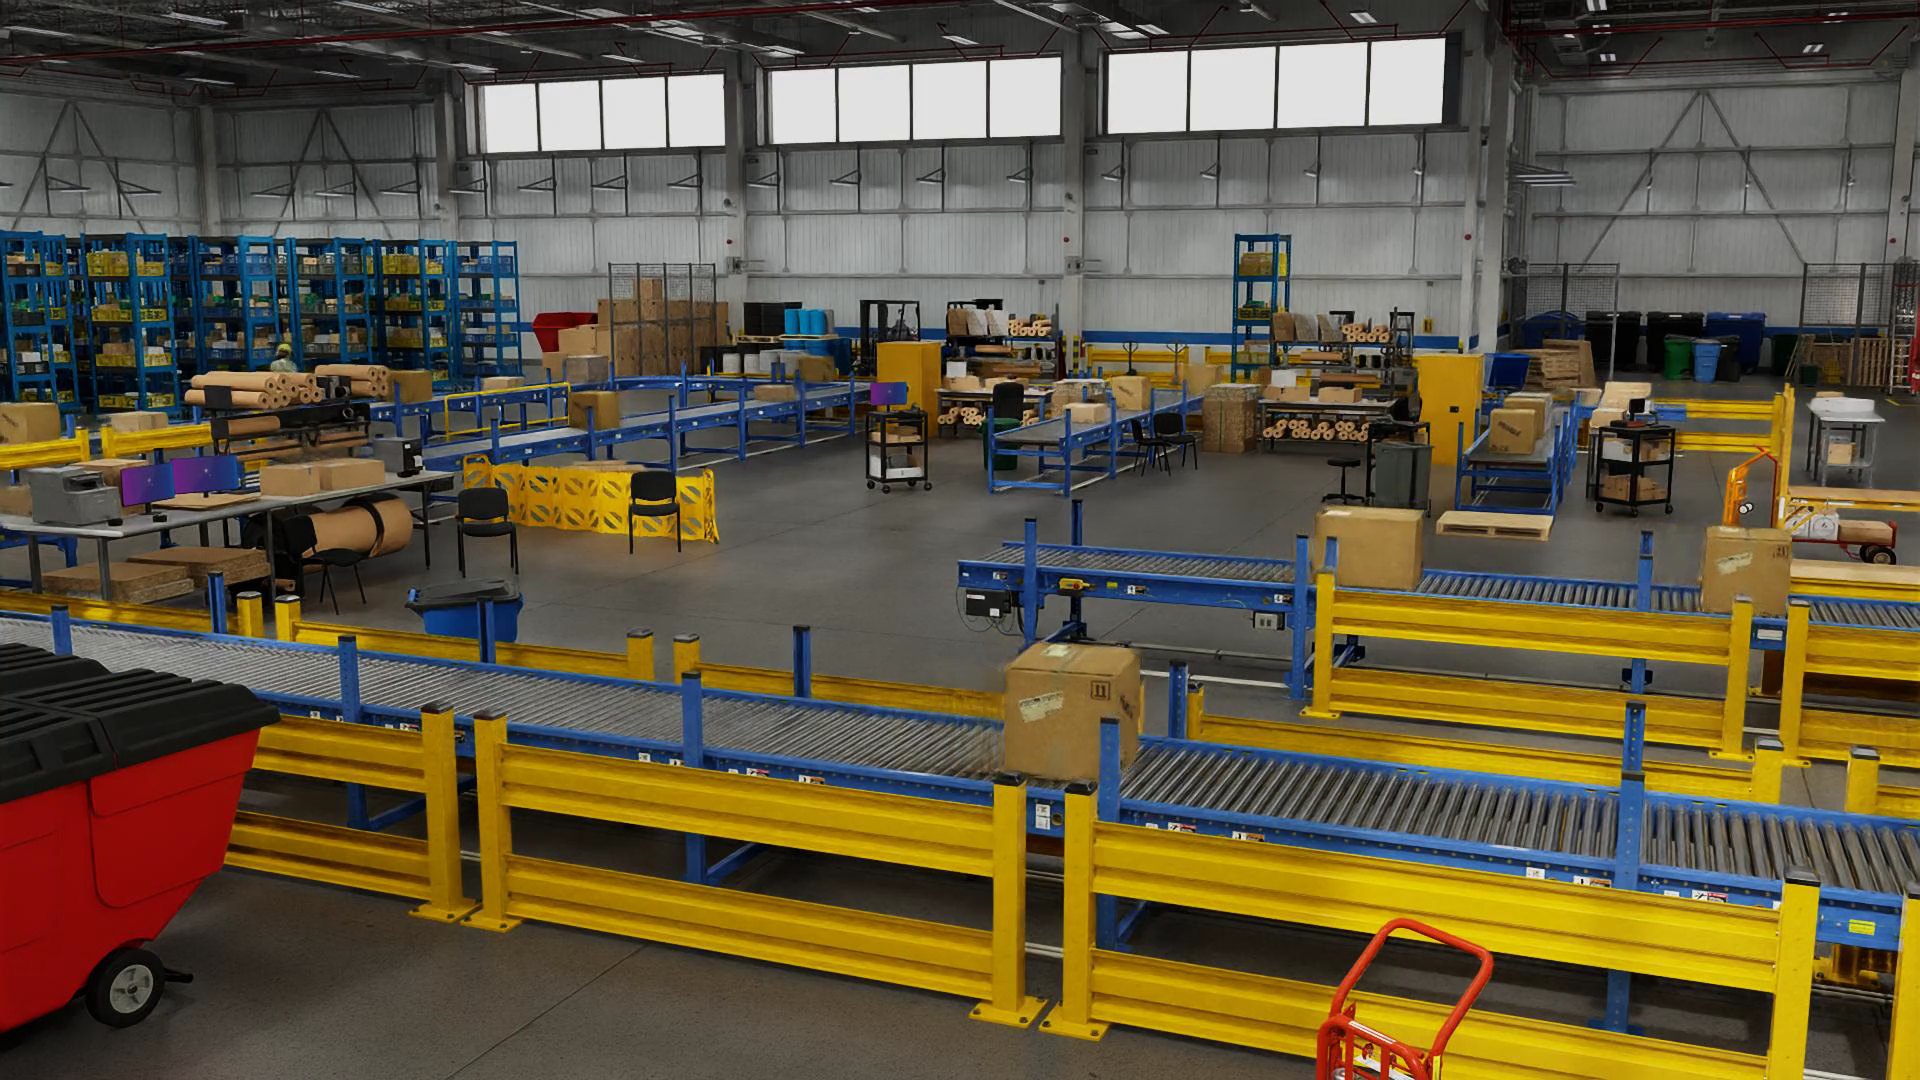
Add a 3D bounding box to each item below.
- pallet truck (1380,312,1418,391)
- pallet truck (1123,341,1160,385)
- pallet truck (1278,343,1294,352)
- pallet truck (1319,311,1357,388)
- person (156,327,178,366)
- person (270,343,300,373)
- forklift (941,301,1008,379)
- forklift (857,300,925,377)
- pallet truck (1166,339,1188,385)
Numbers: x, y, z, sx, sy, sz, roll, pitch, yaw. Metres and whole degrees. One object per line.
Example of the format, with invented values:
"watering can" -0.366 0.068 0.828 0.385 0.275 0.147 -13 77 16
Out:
"pallet truck" 10.207 -4.283 38.369 0.823 1.965 1.885 3 10 20
"pallet truck" 4.445 -4.380 41.279 0.680 1.201 1.601 4 10 22
"pallet truck" 7.886 -4.163 39.743 0.653 1.274 1.630 4 10 22
"pallet truck" 9.071 -4.419 39.190 0.823 1.965 1.885 5 10 26
"person" -17.979 -4.060 37.533 0.572 1.831 0.411 -7 12 -37
"person" -10.889 -2.269 26.804 0.432 1.784 0.636 1 9 9
"forklift" 0.365 -4.966 41.571 1.157 1.987 2.680 3 10 20
"forklift" -1.732 -5.109 42.468 1.157 1.987 2.680 4 10 22
"pallet truck" 5.418 -4.269 40.420 0.704 1.261 1.522 3 10 20
